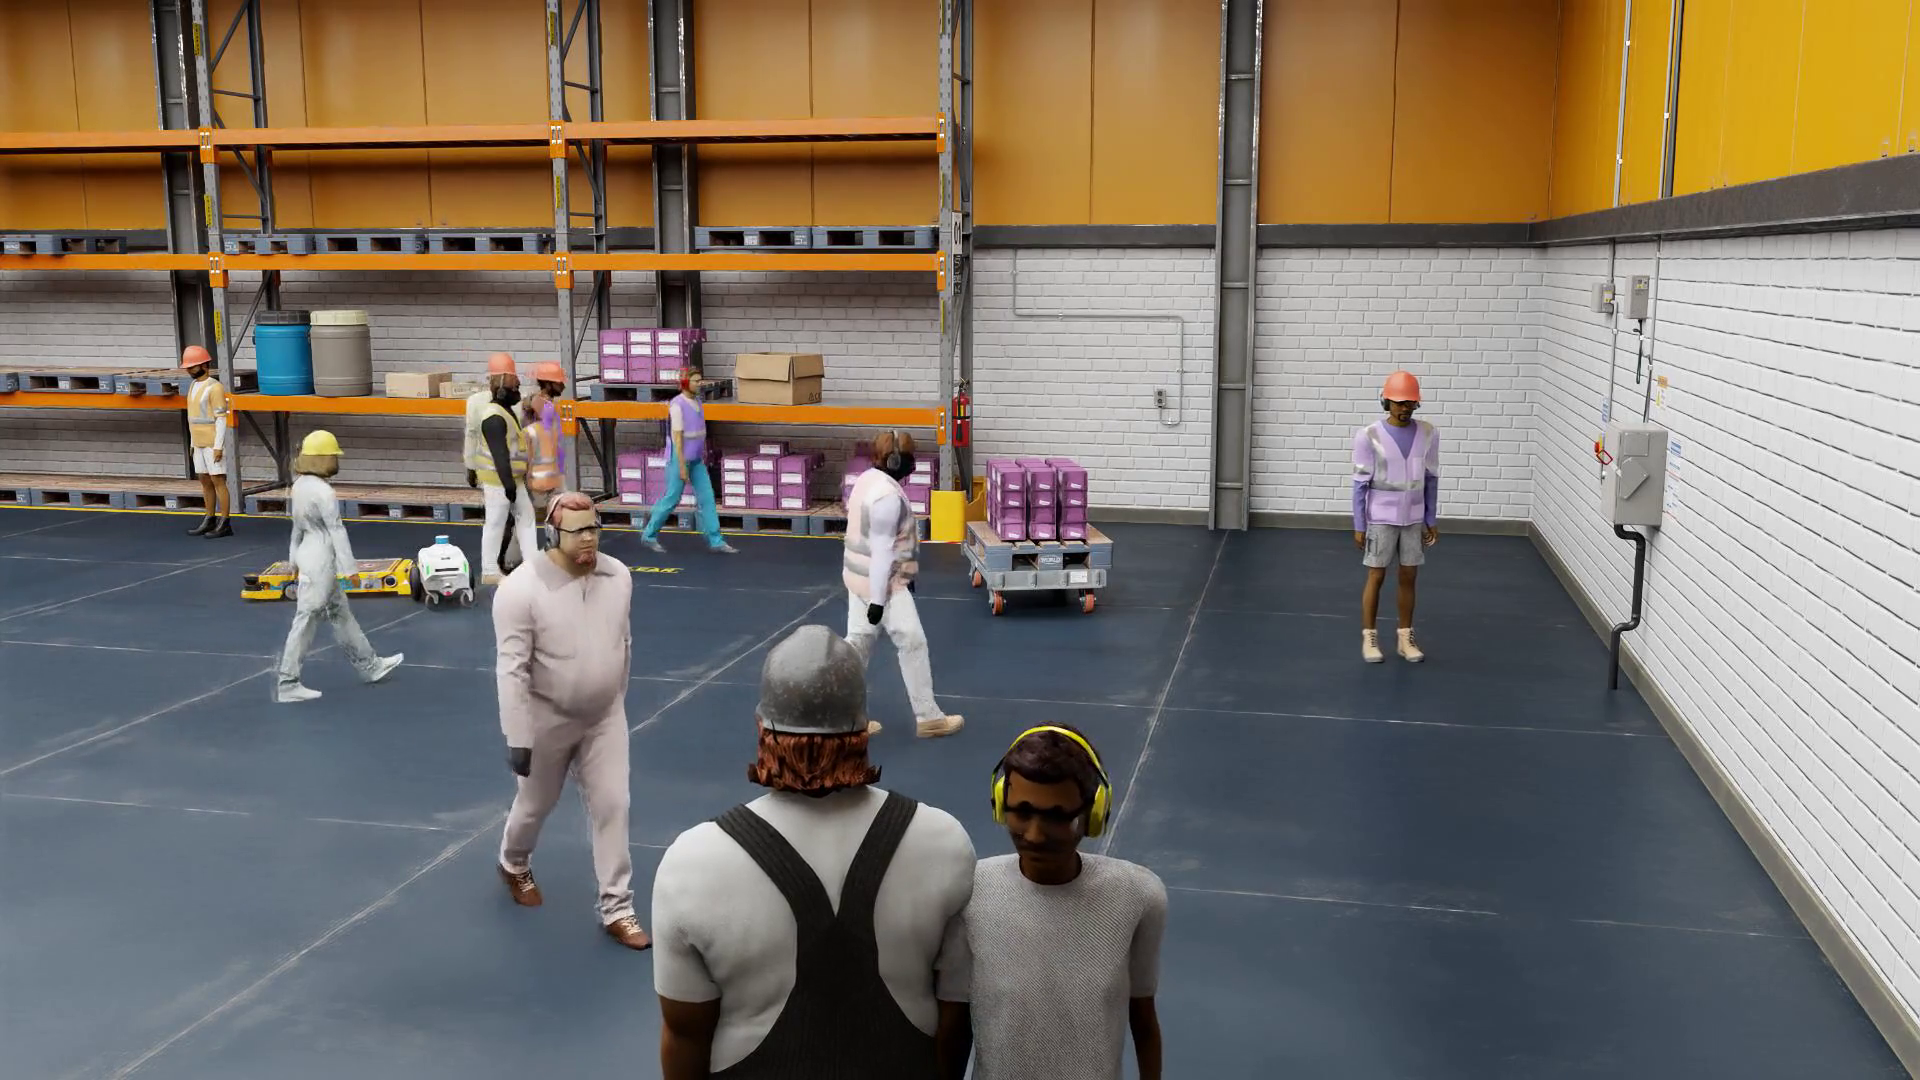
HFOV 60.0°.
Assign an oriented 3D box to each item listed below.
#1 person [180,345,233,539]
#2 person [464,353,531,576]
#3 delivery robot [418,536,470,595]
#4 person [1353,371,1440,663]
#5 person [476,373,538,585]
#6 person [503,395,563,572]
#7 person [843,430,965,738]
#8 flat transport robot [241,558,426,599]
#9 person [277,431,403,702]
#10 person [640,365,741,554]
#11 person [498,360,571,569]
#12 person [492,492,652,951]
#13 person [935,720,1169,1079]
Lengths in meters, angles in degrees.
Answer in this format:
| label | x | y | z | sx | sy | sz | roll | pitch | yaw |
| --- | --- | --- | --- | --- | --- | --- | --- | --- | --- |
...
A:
| label | x | y | z | sx | sy | sz | roll | pitch | yaw |
| --- | --- | --- | --- | --- | --- | --- | --- | --- | --- |
| person | -7.545 | -0.976 | 16.618 | 0.543 | 1.929 | 0.372 | 7 | 12 | 36 |
| person | -3.992 | -0.649 | 14.571 | 0.647 | 1.972 | 0.547 | -6 | 11 | -32 |
| delivery robot | -4.157 | 0.209 | 13.380 | 0.477 | 0.478 | 0.707 | -4 | 10 | -21 |
| person | 3.005 | -0.149 | 11.435 | 0.610 | 2.033 | 0.426 | -2 | 10 | -10 |
| person | -3.771 | -0.514 | 14.209 | 0.759 | 1.815 | 0.646 | -1 | 10 | -4 |
| person | -3.734 | -0.476 | 14.628 | 0.818 | 1.596 | 0.526 | 5 | 11 | 29 |
| person | -0.353 | 0.262 | 9.653 | 0.856 | 1.806 | 0.649 | -3 | 10 | -19 |
| flat transport robot | -5.169 | 0.313 | 13.885 | 1.431 | 0.197 | 0.652 | -2 | 10 | -10 |
| person | -3.982 | 0.153 | 10.591 | 0.889 | 1.693 | 0.512 | -8 | 12 | -39 |
| person | -2.600 | -0.749 | 15.660 | 0.965 | 1.803 | 0.586 | 3 | 10 | 16 |
| person | -3.747 | -0.639 | 14.730 | 0.854 | 1.908 | 0.543 | -2 | 10 | -9 |
| person | -1.658 | 0.702 | 6.891 | 0.652 | 1.867 | 0.953 | -9 | 13 | -41 |
| person | 0.181 | 1.277 | 3.465 | 0.530 | 1.864 | 0.313 | 0 | 10 | -2 |
